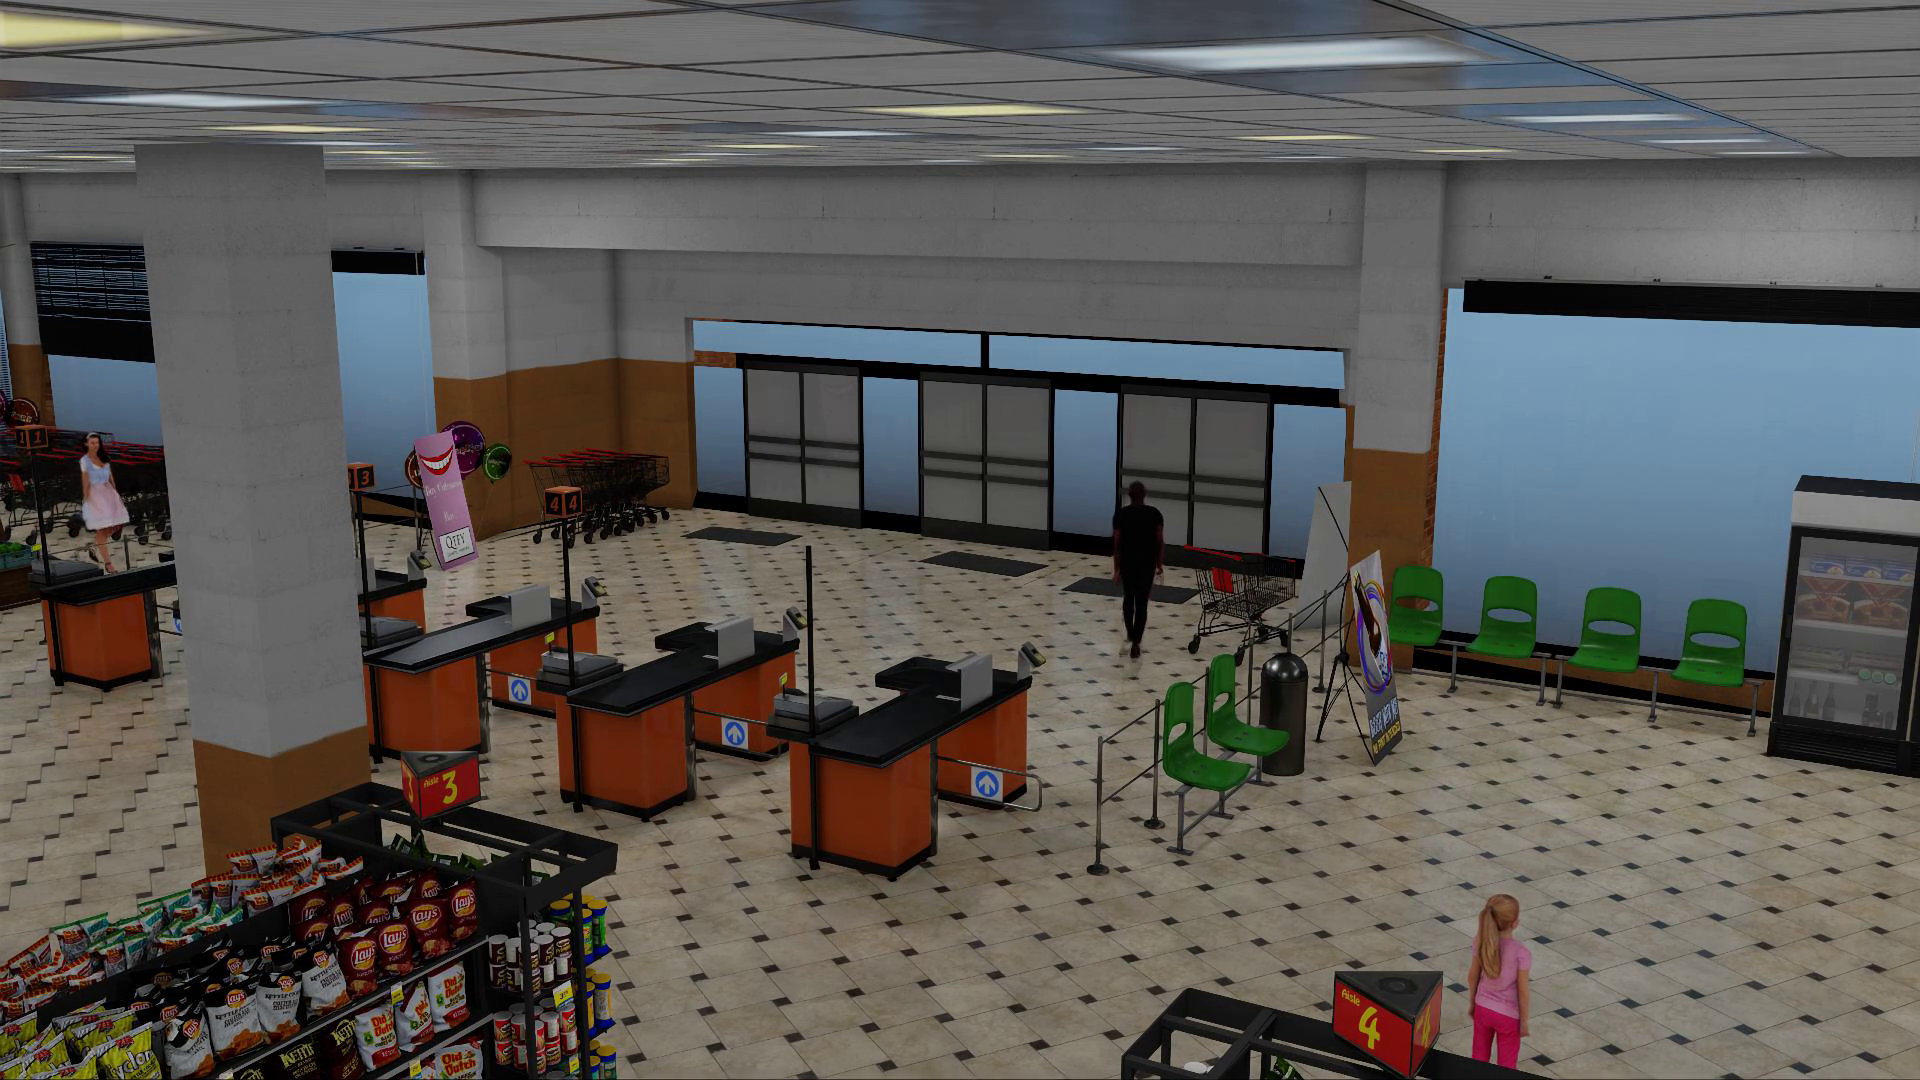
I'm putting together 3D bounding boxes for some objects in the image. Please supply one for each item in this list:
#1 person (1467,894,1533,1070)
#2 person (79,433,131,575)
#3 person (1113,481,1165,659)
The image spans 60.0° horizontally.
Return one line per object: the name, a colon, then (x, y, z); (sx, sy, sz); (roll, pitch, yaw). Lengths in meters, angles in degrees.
person: (2.736, 2.400, 8.468); (0.573, 1.270, 0.540); (-11, 16, -42)
person: (-10.735, -0.442, 20.676); (0.766, 1.801, 0.833); (6, 13, 25)
person: (1.826, 0.338, 17.047); (0.936, 1.770, 1.265); (2, 12, 11)
